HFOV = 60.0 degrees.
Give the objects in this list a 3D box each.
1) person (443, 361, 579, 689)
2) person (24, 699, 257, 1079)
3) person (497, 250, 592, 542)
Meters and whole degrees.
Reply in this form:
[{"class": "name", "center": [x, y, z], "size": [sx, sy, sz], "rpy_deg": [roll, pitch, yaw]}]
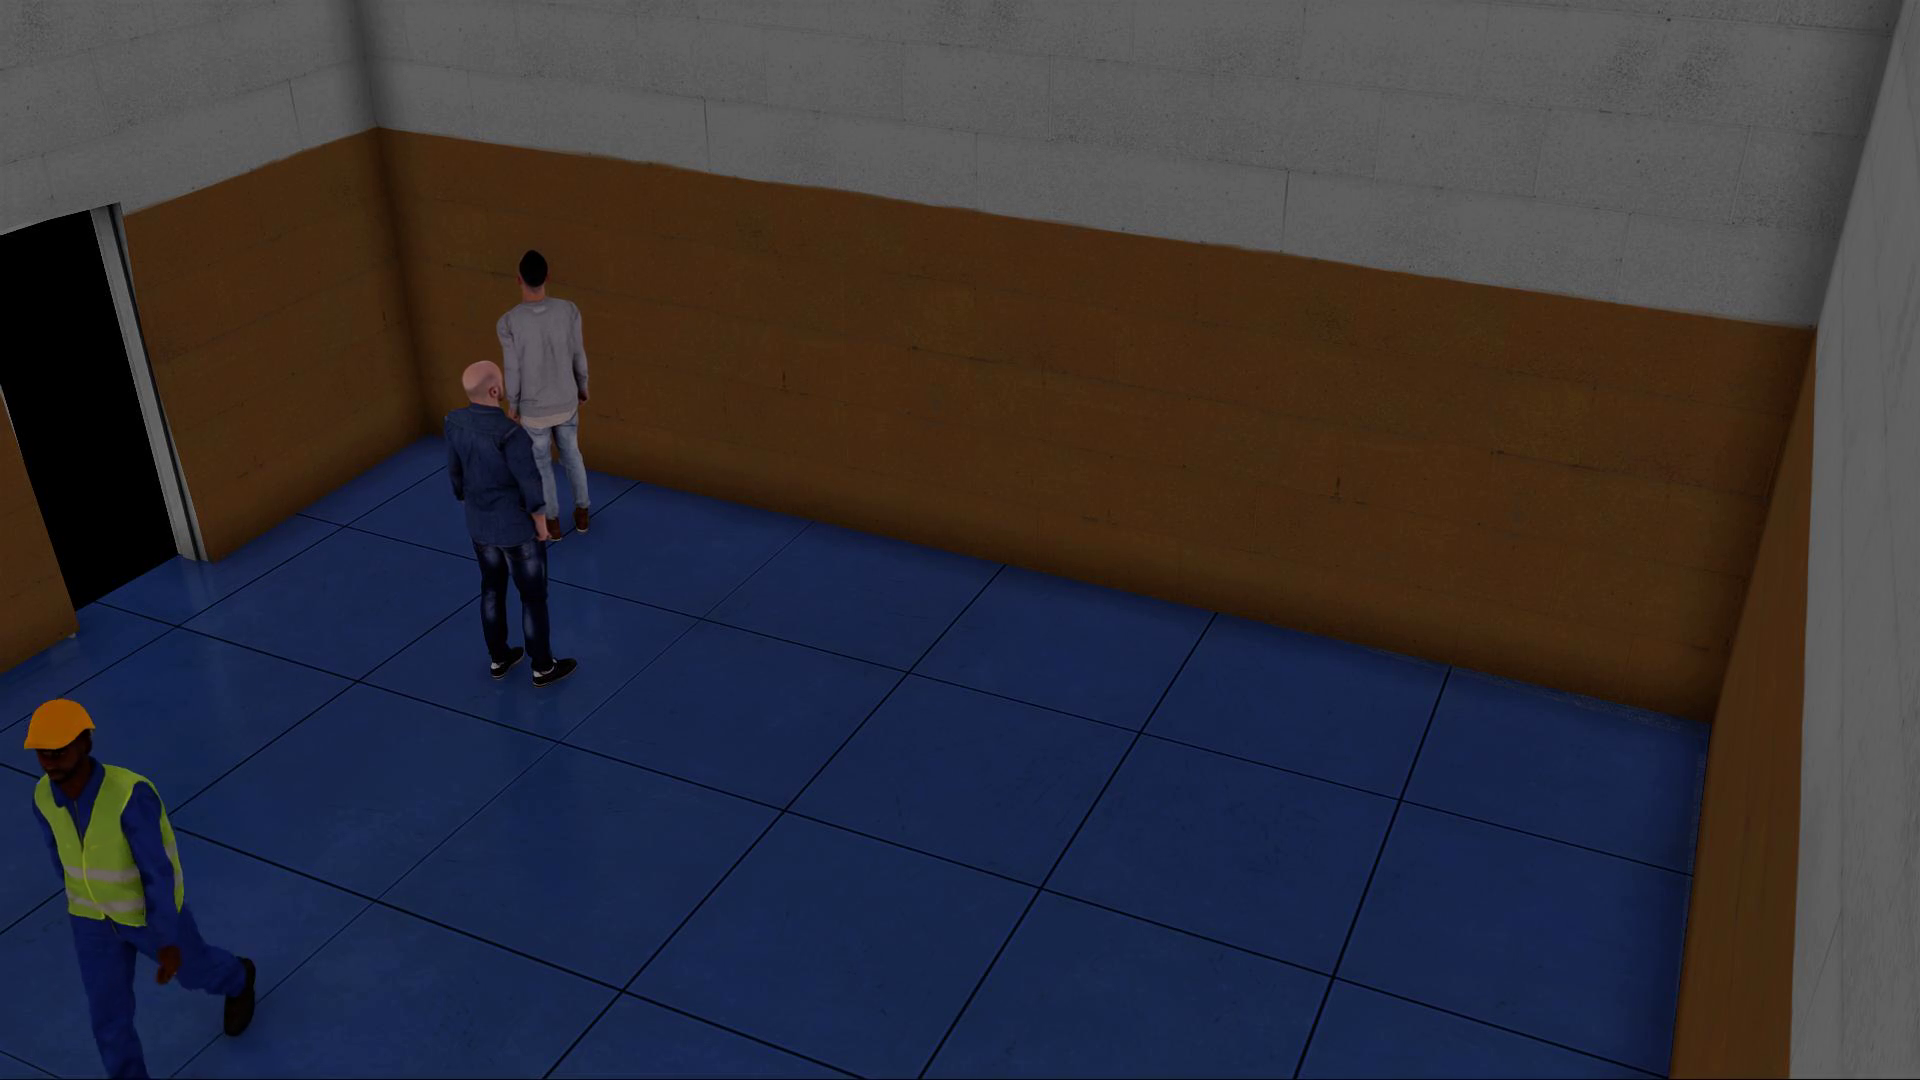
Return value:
[{"class": "person", "center": [-2.353, -0.075, 8.612], "size": [0.510, 1.826, 0.775], "rpy_deg": [12, 31, 20]}, {"class": "person", "center": [-2.989, 1.313, 6.118], "size": [1.237, 1.780, 1.027], "rpy_deg": [2, 29, 3]}, {"class": "person", "center": [-2.493, -0.867, 10.048], "size": [0.768, 1.840, 0.750], "rpy_deg": [-19, 34, -31]}]
